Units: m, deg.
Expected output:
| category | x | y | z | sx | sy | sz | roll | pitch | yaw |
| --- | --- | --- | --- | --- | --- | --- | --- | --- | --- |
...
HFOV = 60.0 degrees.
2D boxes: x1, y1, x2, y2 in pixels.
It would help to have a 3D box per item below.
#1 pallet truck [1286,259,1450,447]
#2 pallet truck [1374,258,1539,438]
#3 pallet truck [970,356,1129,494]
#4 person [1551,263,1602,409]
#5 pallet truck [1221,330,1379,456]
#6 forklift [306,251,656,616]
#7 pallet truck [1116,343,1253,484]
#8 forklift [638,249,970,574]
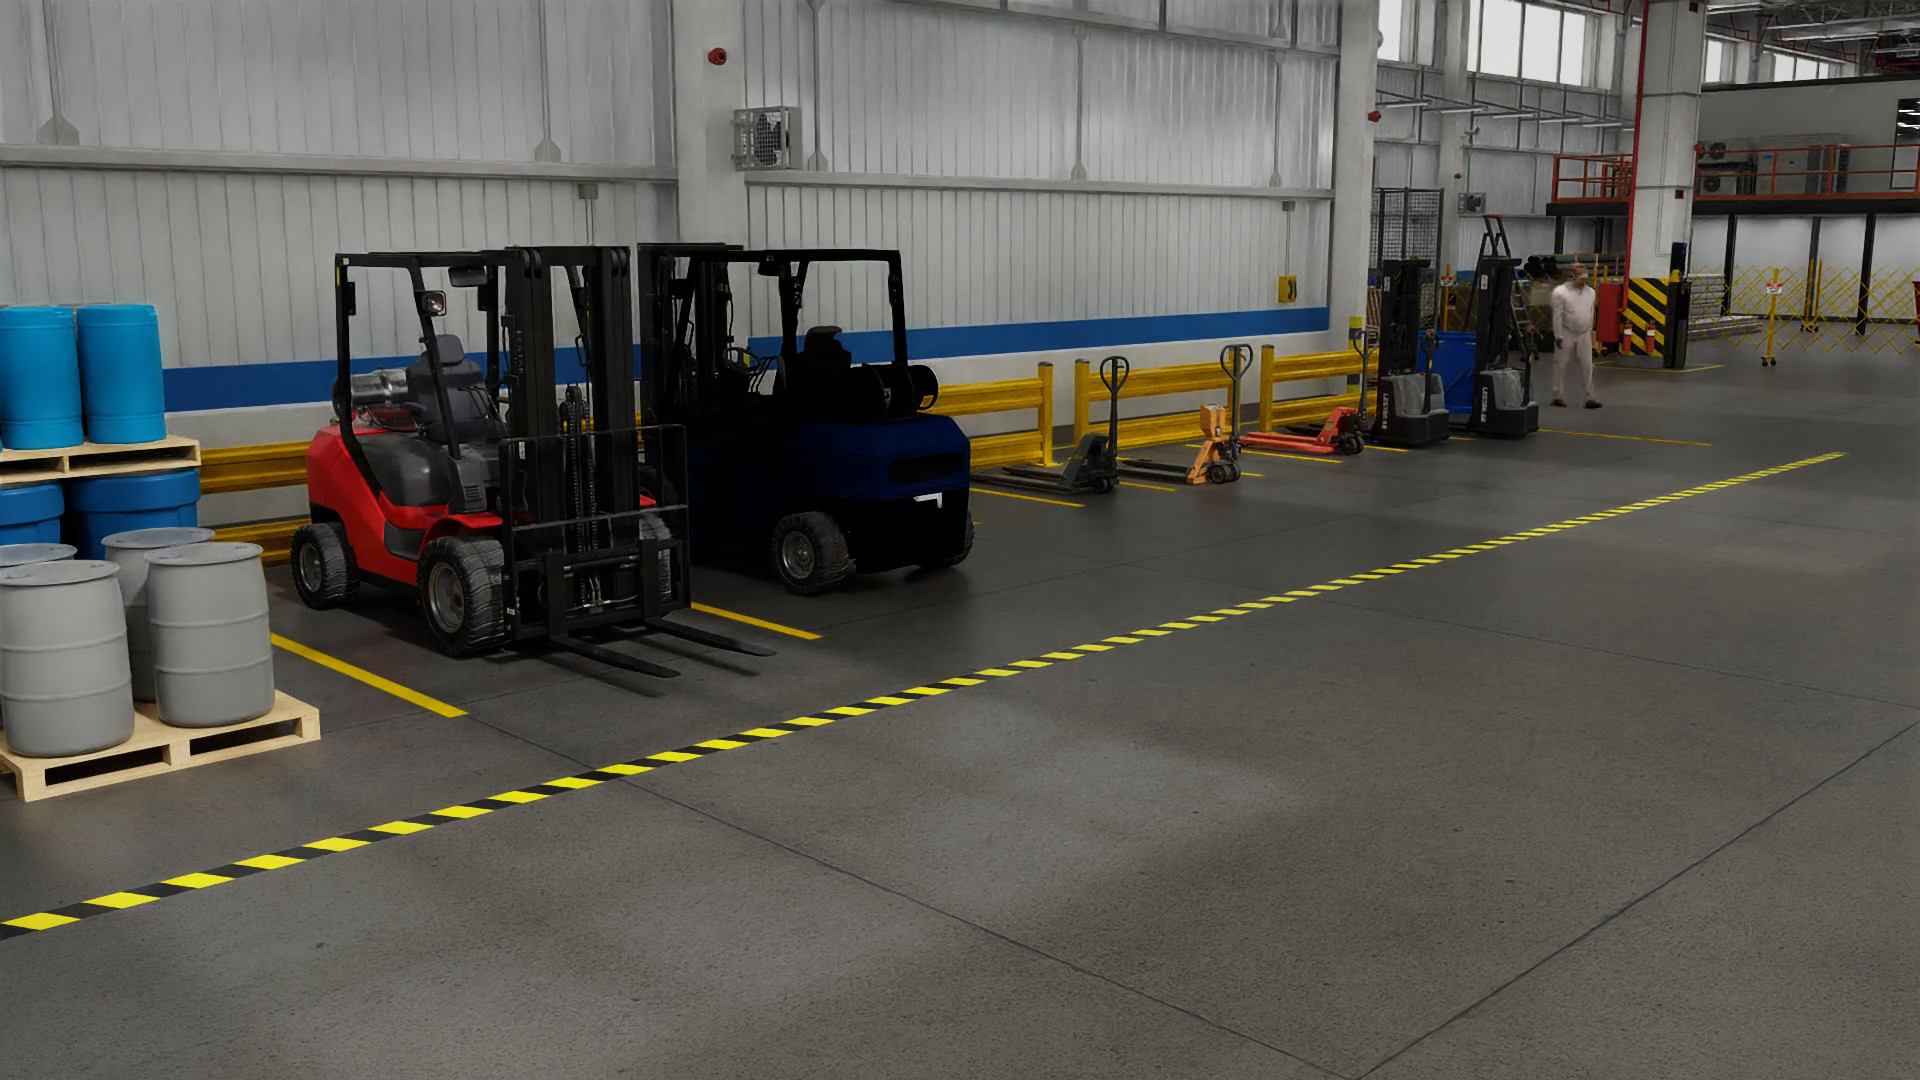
| category | x | y | z | sx | sy | sz | roll | pitch | yaw |
| --- | --- | --- | --- | --- | --- | --- | --- | --- | --- |
| pallet truck | 4.493 | -2.078 | 18.196 | 0.823 | 1.965 | 1.885 | -9 | 14 | -40 |
| pallet truck | 5.704 | -2.208 | 18.901 | 1.885 | 1.965 | 0.823 | 10 | 14 | 43 |
| pallet truck | 0.784 | -1.085 | 14.876 | 0.680 | 1.201 | 1.601 | -10 | 14 | -44 |
| person | 7.978 | -2.618 | 21.493 | 0.651 | 1.871 | 0.916 | -2 | 11 | -9 |
| pallet truck | 3.563 | -1.581 | 17.381 | 0.653 | 1.274 | 1.630 | -10 | 14 | -44 |
| forklift | -2.833 | -0.669 | 9.694 | 1.157 | 1.987 | 2.680 | -10 | 14 | -44 |
| pallet truck | 1.962 | -1.215 | 15.415 | 1.522 | 1.261 | 0.704 | 10 | 14 | 43 |
| forklift | -1.173 | -0.958 | 11.239 | 2.680 | 1.987 | 1.157 | 10 | 14 | 43 |
